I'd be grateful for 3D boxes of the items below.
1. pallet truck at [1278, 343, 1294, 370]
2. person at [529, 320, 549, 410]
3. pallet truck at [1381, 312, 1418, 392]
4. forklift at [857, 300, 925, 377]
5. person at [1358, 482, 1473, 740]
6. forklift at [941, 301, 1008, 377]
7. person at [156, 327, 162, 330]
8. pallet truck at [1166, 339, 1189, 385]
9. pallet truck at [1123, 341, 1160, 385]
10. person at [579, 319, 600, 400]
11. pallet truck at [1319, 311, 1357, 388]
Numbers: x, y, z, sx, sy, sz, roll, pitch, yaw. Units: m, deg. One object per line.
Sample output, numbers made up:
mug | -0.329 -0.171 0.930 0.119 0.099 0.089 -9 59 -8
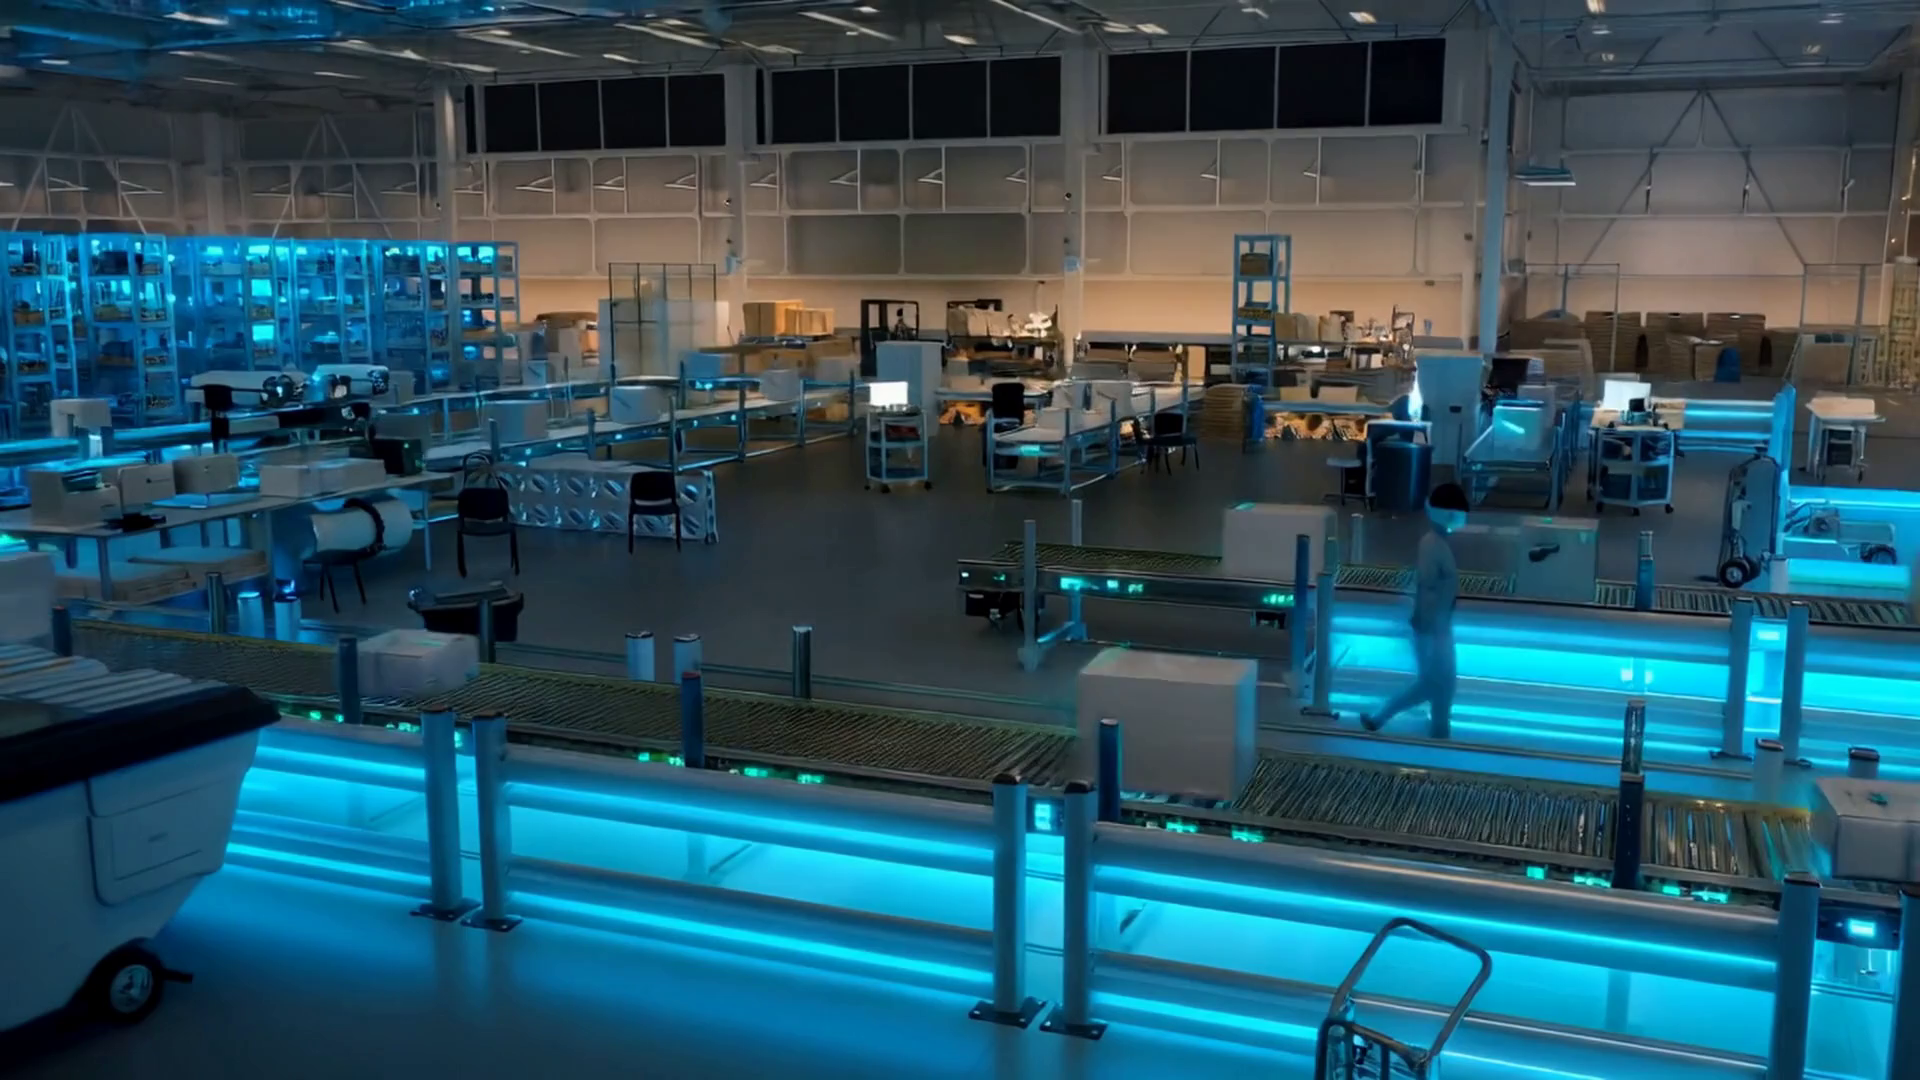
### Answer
pallet truck | 7.886 -4.163 39.743 0.653 1.274 1.630 4 10 22
person | -8.942 -3.663 34.920 0.608 1.895 0.670 -3 10 -15
pallet truck | 10.207 -4.283 38.369 0.823 1.965 1.885 3 10 20
forklift | -1.732 -5.109 42.468 1.157 1.987 2.680 4 10 22
person | 2.809 0.506 10.099 0.614 1.746 0.529 5 11 29
forklift | 0.365 -4.966 41.571 1.157 1.987 2.680 3 10 20
person | -17.880 -4.001 37.167 0.574 1.831 0.398 -6 11 -34
pallet truck | 5.418 -4.269 40.420 0.704 1.261 1.522 3 10 20
pallet truck | 4.445 -4.380 41.279 0.680 1.201 1.601 4 10 22
person | -8.422 -4.092 37.709 0.404 1.829 0.600 6 11 33
pallet truck | 9.071 -4.419 39.190 0.823 1.965 1.885 5 10 26
